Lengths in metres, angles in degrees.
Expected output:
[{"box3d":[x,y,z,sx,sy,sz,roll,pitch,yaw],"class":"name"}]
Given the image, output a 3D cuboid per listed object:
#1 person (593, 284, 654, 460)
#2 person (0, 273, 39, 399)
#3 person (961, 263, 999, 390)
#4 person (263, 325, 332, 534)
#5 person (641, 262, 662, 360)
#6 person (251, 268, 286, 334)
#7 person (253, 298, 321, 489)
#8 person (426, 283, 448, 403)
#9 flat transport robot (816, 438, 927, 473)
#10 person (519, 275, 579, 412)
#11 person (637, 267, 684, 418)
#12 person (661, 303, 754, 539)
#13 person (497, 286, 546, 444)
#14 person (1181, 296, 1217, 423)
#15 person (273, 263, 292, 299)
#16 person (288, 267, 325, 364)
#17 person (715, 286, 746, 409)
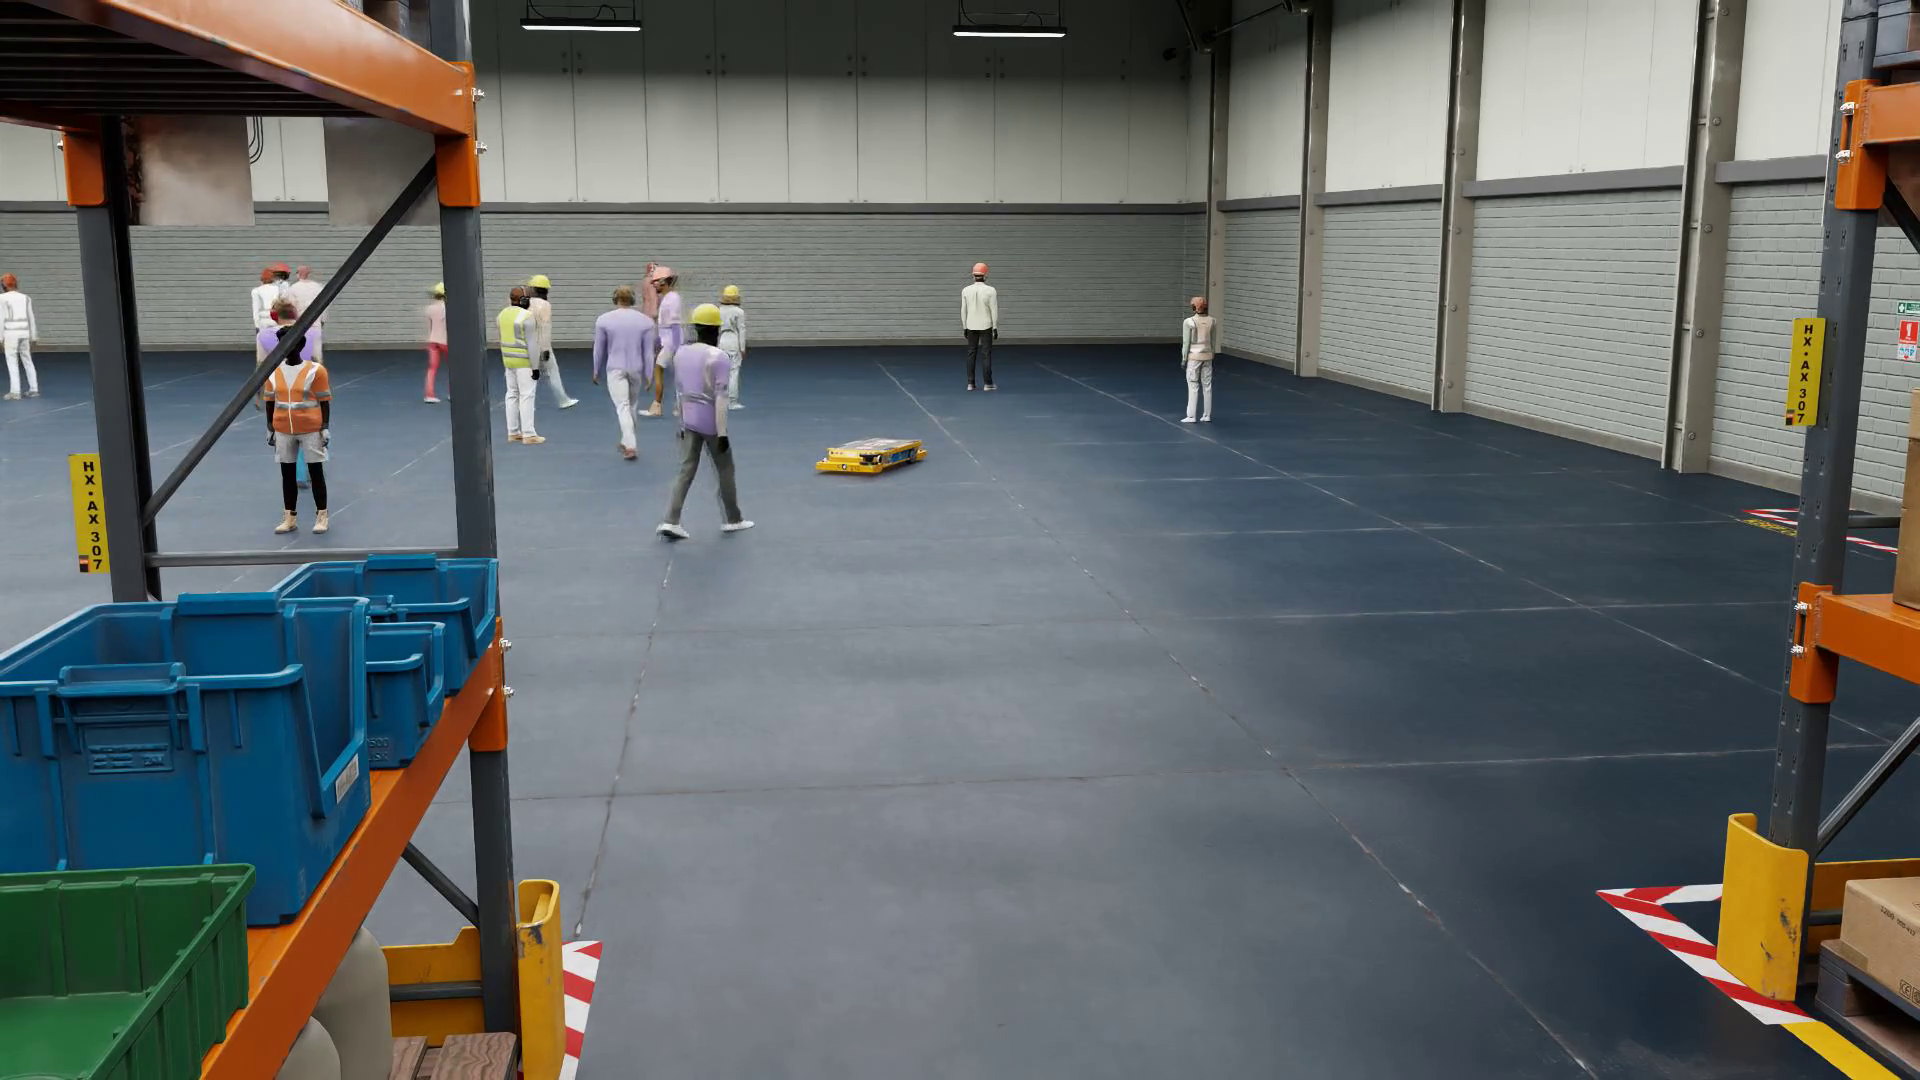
[{"box3d":[-3.650,-1.833,18.139,0.630,1.897,1.014,-6,12,-29],"class":"person"},{"box3d":[-14.130,-3.047,24.871,0.403,1.877,0.590,4,11,20],"class":"person"},{"box3d":[0.322,-3.346,26.134,0.618,1.997,0.373,4,11,23],"class":"person"},{"box3d":[-5.368,-0.889,13.491,0.541,1.695,0.316,0,10,0],"class":"person"},{"box3d":[-5.987,-4.461,32.500,0.401,1.906,0.649,-4,11,-23],"class":"person"},{"box3d":[-11.864,-3.741,28.664,0.602,1.866,0.699,-6,12,-30],"class":"person"},{"box3d":[-6.519,-1.420,16.062,0.592,1.811,0.830,-10,14,-42],"class":"person"},{"box3d":[-7.476,-2.864,24.235,0.565,1.724,0.882,5,12,27],"class":"person"},{"box3d":[-0.912,-0.901,17.468,0.652,0.197,1.431,4,11,21],"class":"flat transport robot"},{"box3d":[-5.795,-2.718,23.024,0.608,1.871,0.983,9,13,39],"class":"person"},{"box3d":[-3.956,-2.612,22.115,0.939,1.987,0.623,-3,11,-14],"class":"person"},{"box3d":[-2.066,-0.951,13.336,0.598,1.886,0.966,7,12,33],"class":"person"},{"box3d":[-5.110,-2.039,19.422,0.627,1.835,0.428,8,13,38],"class":"person"},{"box3d":[3.089,-2.325,21.519,0.515,1.641,0.309,-5,12,-27],"class":"person"},{"box3d":[-13.282,-4.500,32.780,1.010,1.880,0.565,-9,13,-39],"class":"person"},{"box3d":[-11.655,-3.922,29.662,0.659,1.854,0.975,-8,13,-38],"class":"person"},{"box3d":[-3.218,-2.693,23.345,0.495,1.719,0.440,5,12,26],"class":"person"}]
